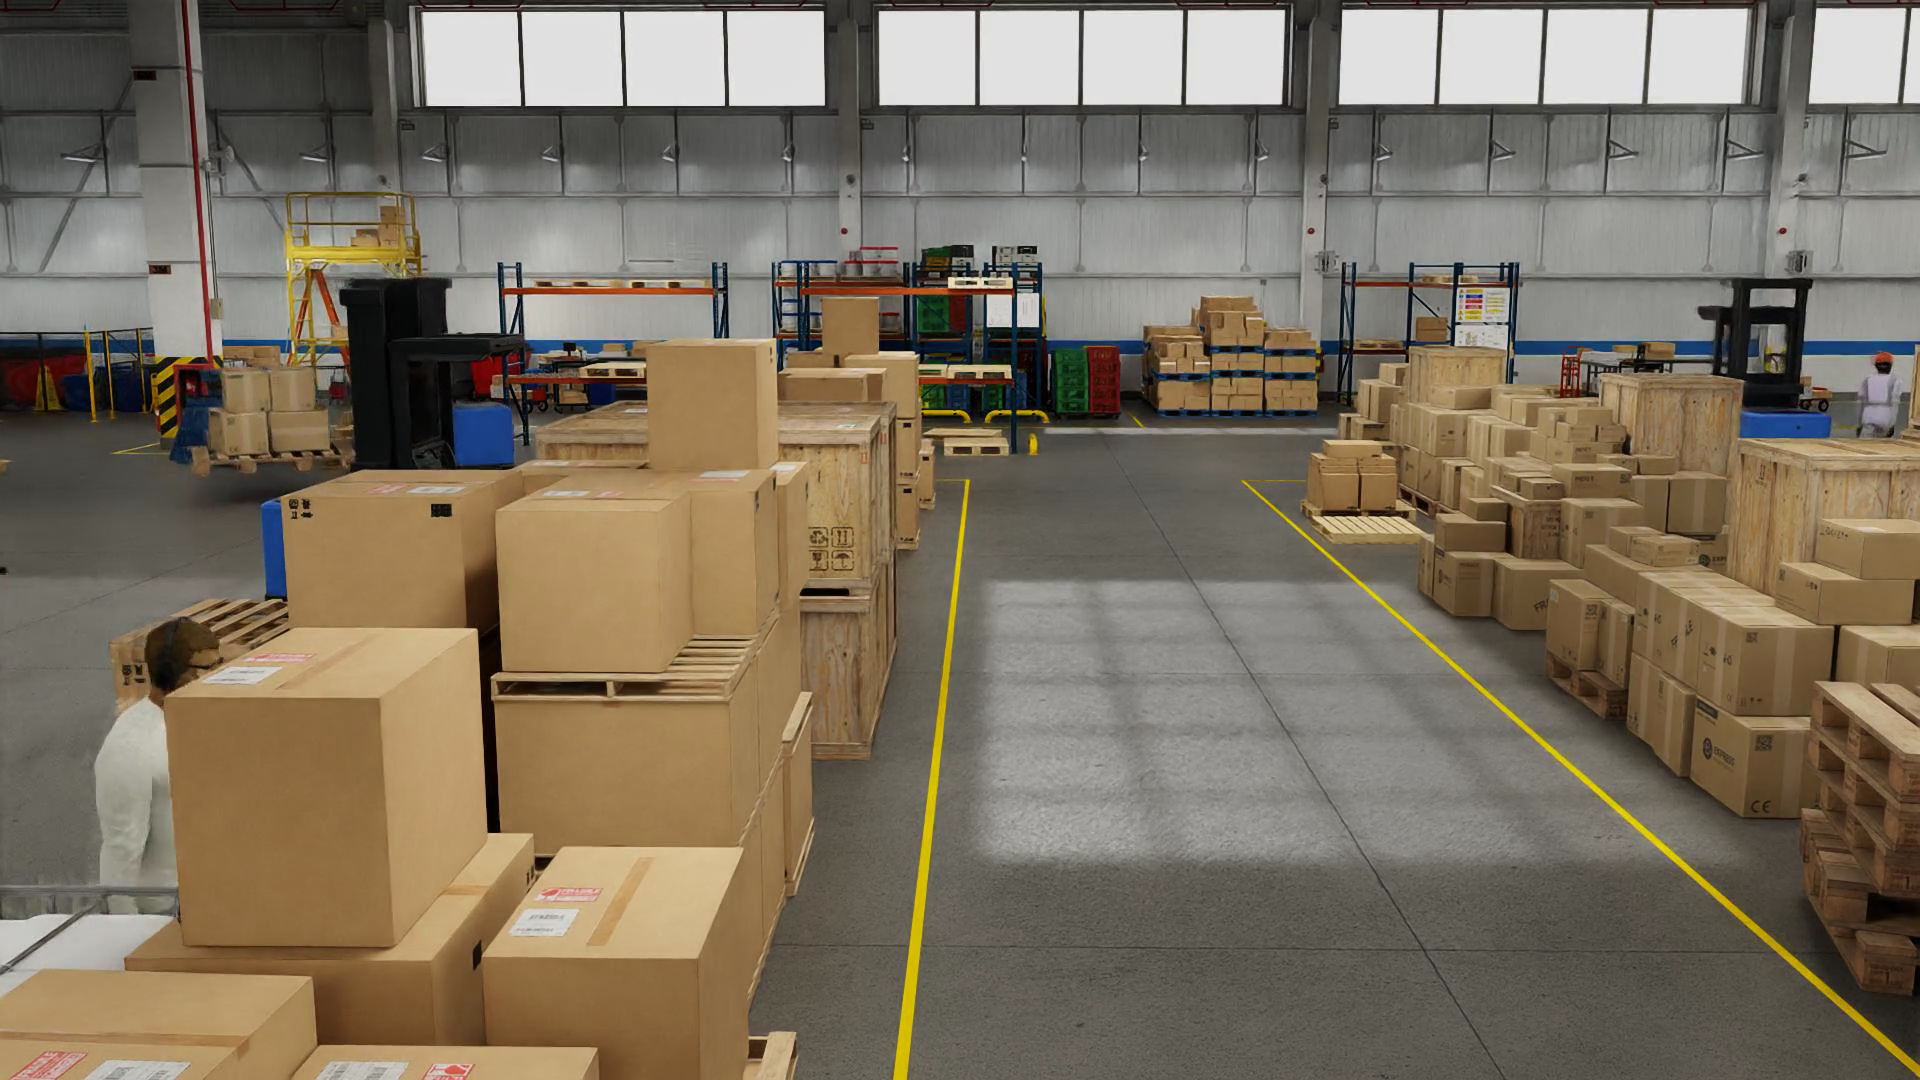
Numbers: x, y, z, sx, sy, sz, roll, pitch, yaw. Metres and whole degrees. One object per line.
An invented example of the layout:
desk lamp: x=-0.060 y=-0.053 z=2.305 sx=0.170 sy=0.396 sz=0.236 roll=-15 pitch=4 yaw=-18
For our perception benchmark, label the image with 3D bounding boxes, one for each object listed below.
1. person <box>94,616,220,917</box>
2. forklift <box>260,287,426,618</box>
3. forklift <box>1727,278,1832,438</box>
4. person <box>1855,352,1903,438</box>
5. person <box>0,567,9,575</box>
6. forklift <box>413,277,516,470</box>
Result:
person: x=-2.680 y=1.175 z=5.584 sx=0.989 sy=1.897 sz=0.629 roll=0 pitch=9 yaw=1
forklift: x=-4.771 y=-0.711 z=13.897 sx=1.873 sy=2.768 sz=1.129 roll=0 pitch=9 yaw=1
forklift: x=10.744 y=-2.099 z=22.206 sx=1.129 sy=2.768 sz=1.873 roll=0 pitch=9 yaw=1
person: x=12.175 y=-1.565 z=22.125 sx=0.554 sy=1.858 sz=1.062 roll=8 pitch=13 yaw=41
person: x=-9.843 y=-0.553 z=15.943 sx=1.040 sy=1.892 sz=0.647 roll=-4 pitch=10 yaw=-21
forklift: x=-7.090 y=-2.146 z=22.490 sx=1.873 sy=2.768 sz=1.129 roll=-4 pitch=10 yaw=-25
